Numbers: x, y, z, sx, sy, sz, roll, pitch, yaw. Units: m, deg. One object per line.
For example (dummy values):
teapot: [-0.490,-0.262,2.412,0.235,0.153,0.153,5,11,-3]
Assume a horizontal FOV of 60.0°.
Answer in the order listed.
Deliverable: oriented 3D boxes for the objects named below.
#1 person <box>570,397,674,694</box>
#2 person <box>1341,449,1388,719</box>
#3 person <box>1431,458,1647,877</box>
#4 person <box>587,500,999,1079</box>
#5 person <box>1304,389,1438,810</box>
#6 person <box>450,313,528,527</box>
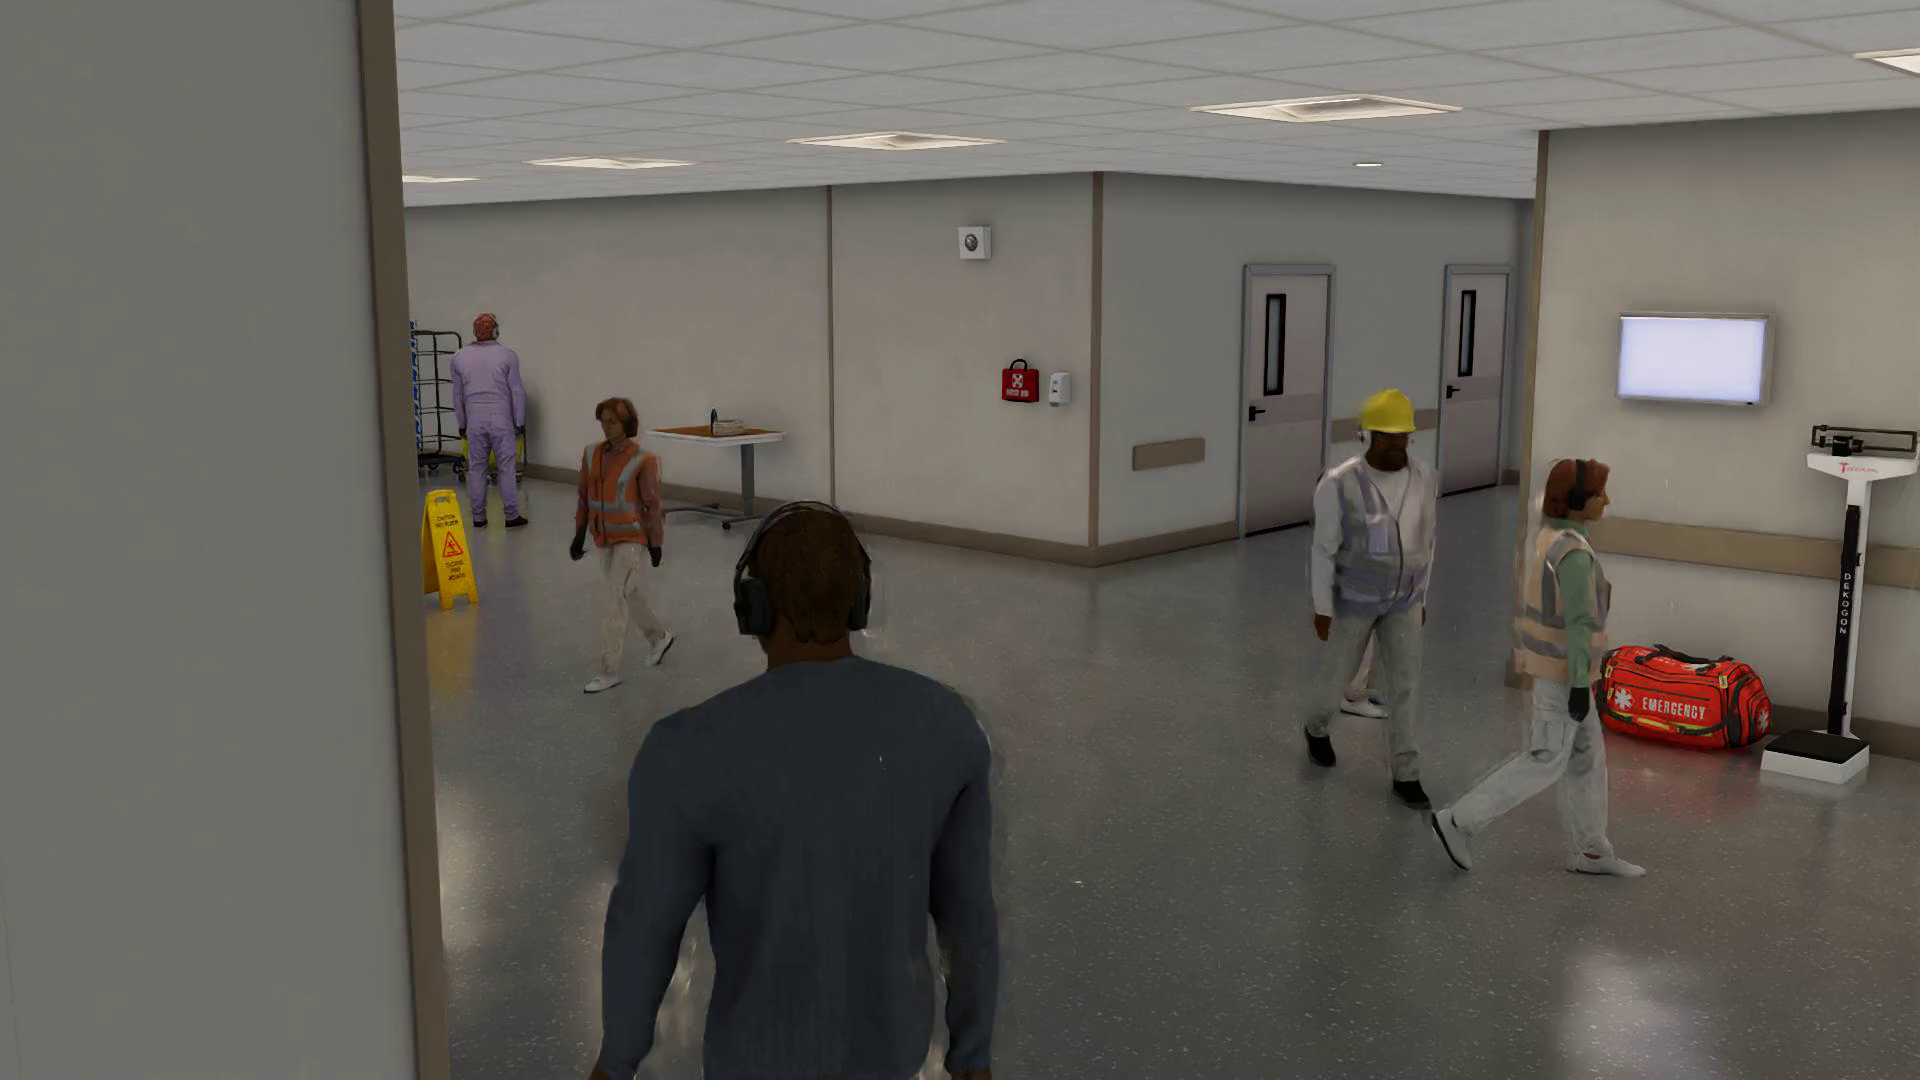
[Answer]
person: [-1.865,-0.010,9.311,0.513,1.602,0.822,6,11,33]
person: [2.147,0.093,8.579,0.316,1.634,0.545,6,11,32]
person: [2.200,0.489,6.223,0.750,1.610,0.526,2,9,12]
person: [-0.316,0.876,2.933,0.650,1.902,0.872,-7,11,-35]
person: [1.799,0.214,7.373,0.605,1.798,0.893,-2,10,-13]
person: [-4.176,-1.062,14.827,0.637,1.911,0.406,1,9,3]
